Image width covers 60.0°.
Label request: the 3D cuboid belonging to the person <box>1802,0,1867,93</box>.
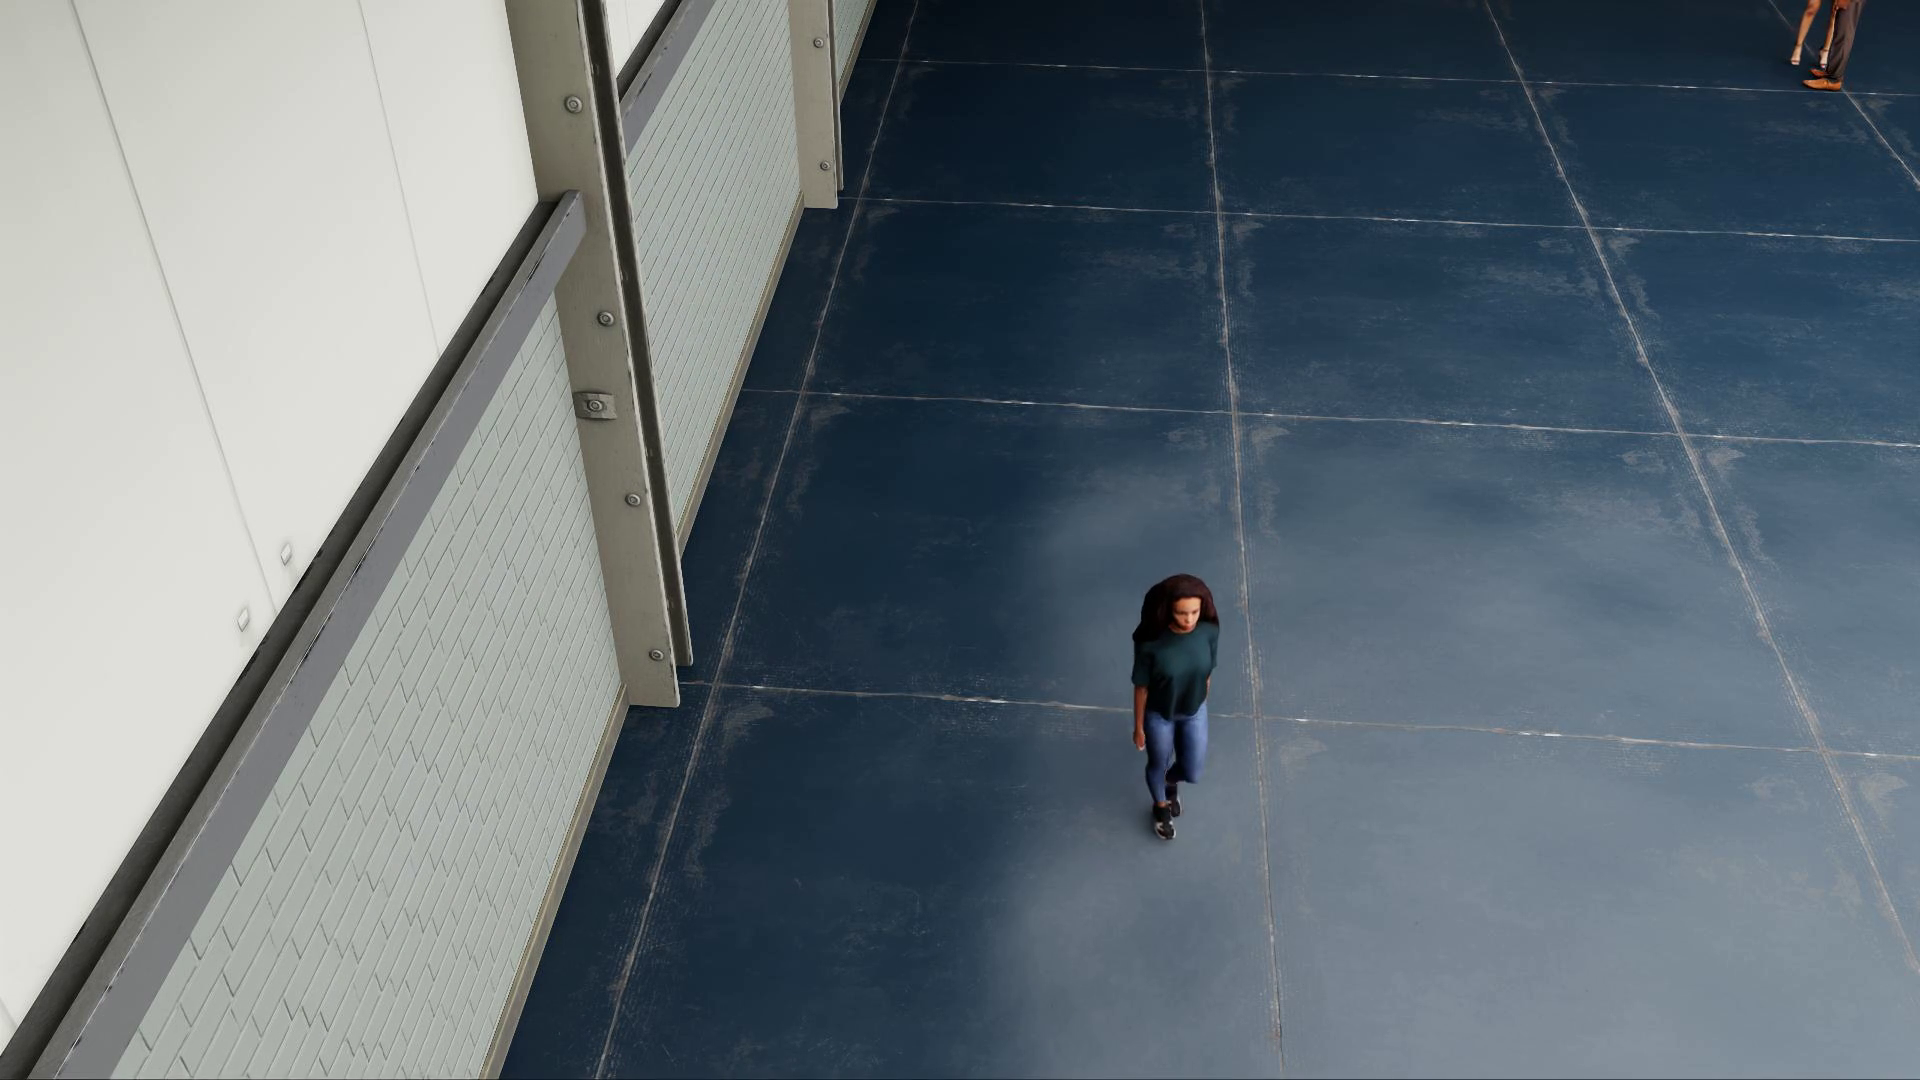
[{"bbox_3d":[8.257,-5.097,15.281,0.845,1.908,0.718,22,43,25],"label":"person"}]

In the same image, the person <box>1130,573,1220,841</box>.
[{"bbox_3d":[1.000,0.768,8.030,0.655,1.605,0.683,-6,38,-8],"label":"person"}]
